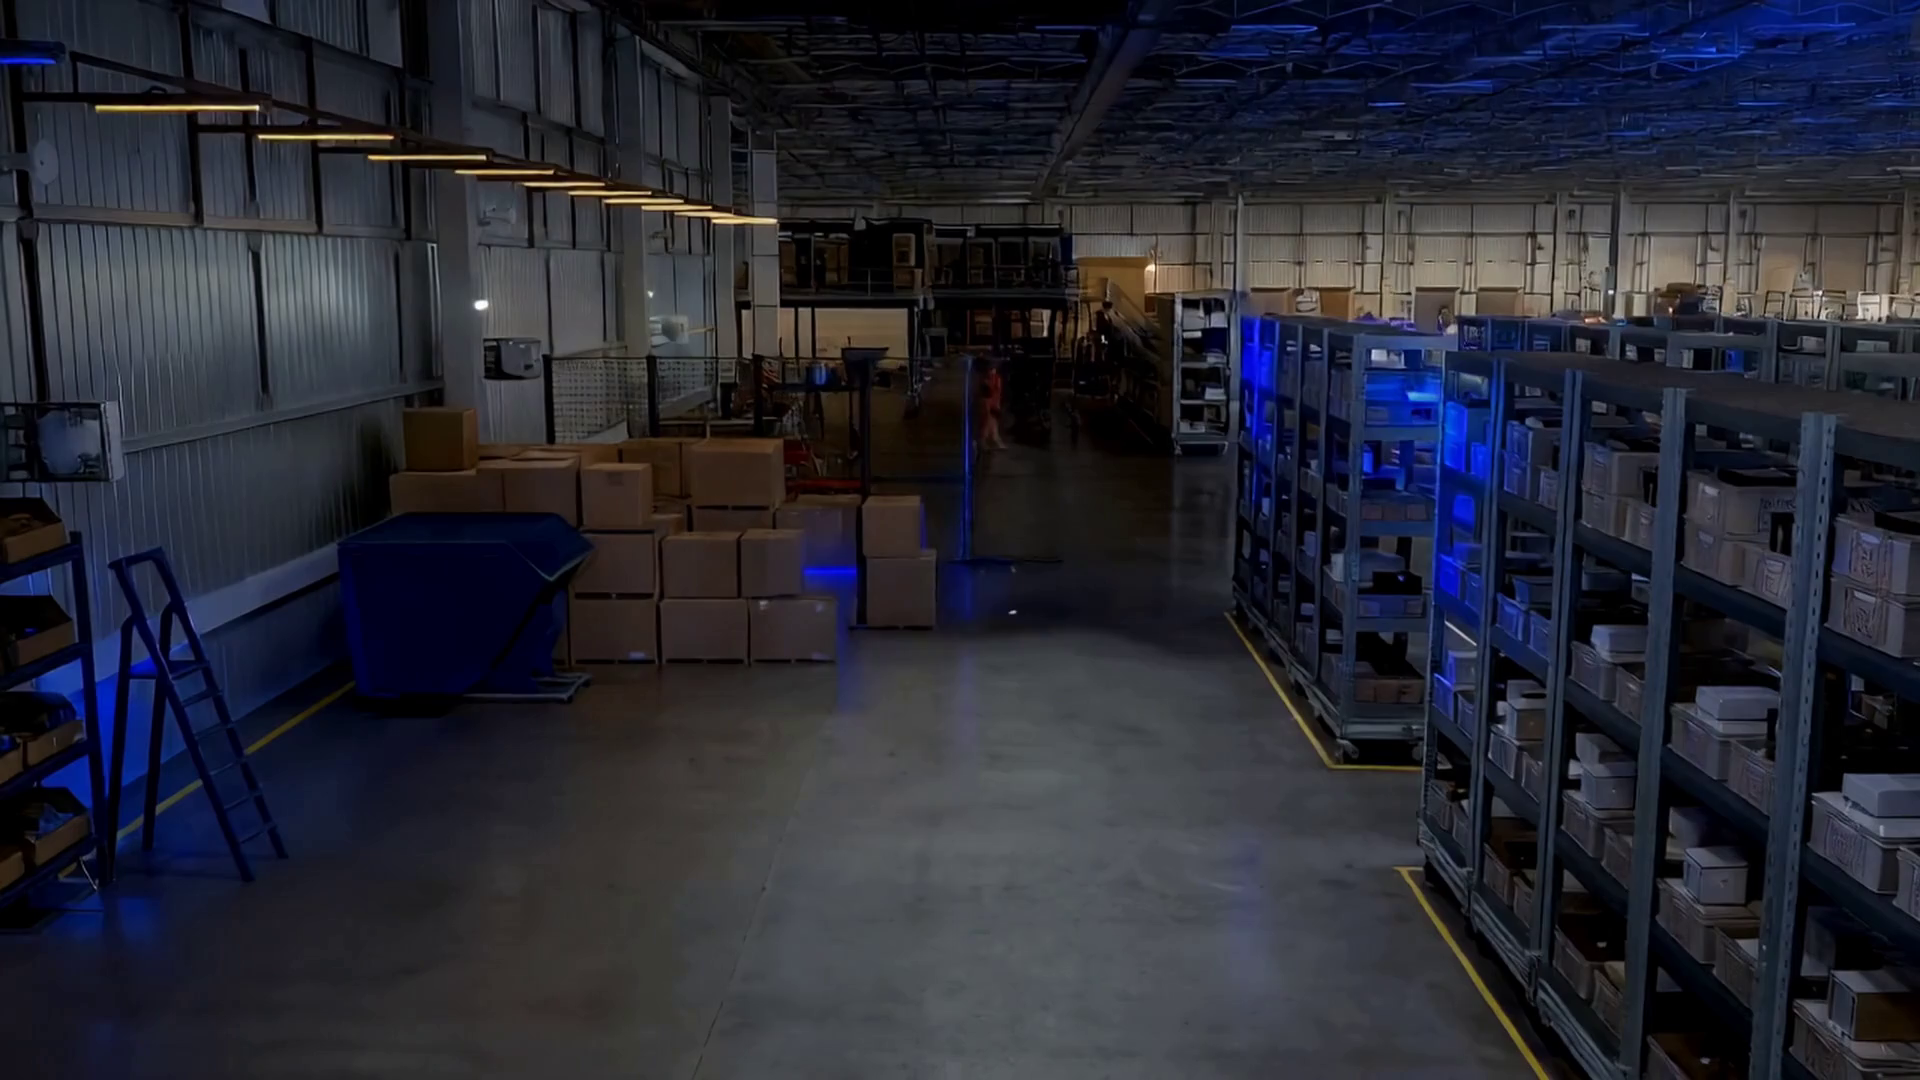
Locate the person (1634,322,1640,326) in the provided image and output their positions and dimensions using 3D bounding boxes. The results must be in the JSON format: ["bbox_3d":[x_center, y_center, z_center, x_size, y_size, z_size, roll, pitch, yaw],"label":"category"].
[{"bbox_3d":[29.067,-8.413,71.420,0.392,1.920,0.592,2,9,11],"label":"person"}]

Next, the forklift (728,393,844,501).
[{"bbox_3d":[-2.979,-1.316,26.476,2.680,1.987,1.157,0,9,1],"label":"forklift"}]

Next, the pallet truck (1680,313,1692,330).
[{"bbox_3d":[36.315,-10.531,84.244,0.823,1.965,1.885,-6,11,-33],"label":"pallet truck"}]

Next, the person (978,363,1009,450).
[{"bbox_3d":[0.790,-3.056,38.182,1.051,1.978,0.617,9,13,43],"label":"person"}]

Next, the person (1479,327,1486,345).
[{"bbox_3d":[24.552,-9.492,78.013,0.357,1.937,0.637,8,12,42],"label":"person"}]

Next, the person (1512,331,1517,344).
[{"bbox_3d":[20.013,-6.545,59.758,0.367,1.962,0.607,-4,10,-23],"label":"person"}]

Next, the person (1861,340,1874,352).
[{"bbox_3d":[32.509,-6.505,59.577,0.545,1.942,0.354,-4,10,-21],"label":"person"}]

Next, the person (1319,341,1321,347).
[{"bbox_3d":[14.311,-7.392,65.058,0.543,1.939,0.361,-1,9,-5],"label":"person"}]

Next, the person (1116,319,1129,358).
[{"bbox_3d":[7.667,-9.465,78.253,0.594,1.829,0.841,1,9,7],"label":"person"}]

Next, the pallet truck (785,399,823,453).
[{"bbox_3d":[-3.814,-2.432,36.419,1.630,1.274,0.653,0,9,1],"label":"pallet truck"}]

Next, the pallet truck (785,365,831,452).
[{"bbox_3d":[-3.774,-2.976,37.635,1.885,1.965,0.823,1,9,5],"label":"pallet truck"}]

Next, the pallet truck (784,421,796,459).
[{"bbox_3d":[-4.013,-1.793,32.705,1.601,1.201,0.680,0,9,1],"label":"pallet truck"}]

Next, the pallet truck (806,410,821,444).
[{"bbox_3d":[-3.559,-2.018,33.905,1.522,1.261,0.704,0,9,-1],"label":"pallet truck"}]

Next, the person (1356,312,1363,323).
[{"bbox_3d":[22.504,-11.919,93.414,0.942,1.791,0.657,3,10,16],"label":"person"}]

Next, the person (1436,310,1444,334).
[{"bbox_3d":[26.393,-11.675,91.448,0.390,1.948,0.607,-1,9,-4],"label":"person"}]

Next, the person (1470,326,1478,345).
[{"bbox_3d":[23.791,-9.237,76.798,0.710,1.829,0.534,-3,10,-18],"label":"person"}]

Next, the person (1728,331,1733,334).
[{"bbox_3d":[29.155,-7.013,63.094,0.972,1.818,0.543,2,9,10],"label":"person"}]

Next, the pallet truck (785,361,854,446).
[{"bbox_3d":[-3.410,-3.193,38.978,1.885,1.965,0.823,0,9,-1],"label":"pallet truck"}]

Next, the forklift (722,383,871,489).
[{"bbox_3d":[-2.893,-1.687,28.729,2.680,1.987,1.157,0,9,-1],"label":"forklift"}]

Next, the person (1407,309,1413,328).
[{"bbox_3d":[25.591,-12.174,94.629,0.397,1.918,0.588,5,11,30],"label":"person"}]
